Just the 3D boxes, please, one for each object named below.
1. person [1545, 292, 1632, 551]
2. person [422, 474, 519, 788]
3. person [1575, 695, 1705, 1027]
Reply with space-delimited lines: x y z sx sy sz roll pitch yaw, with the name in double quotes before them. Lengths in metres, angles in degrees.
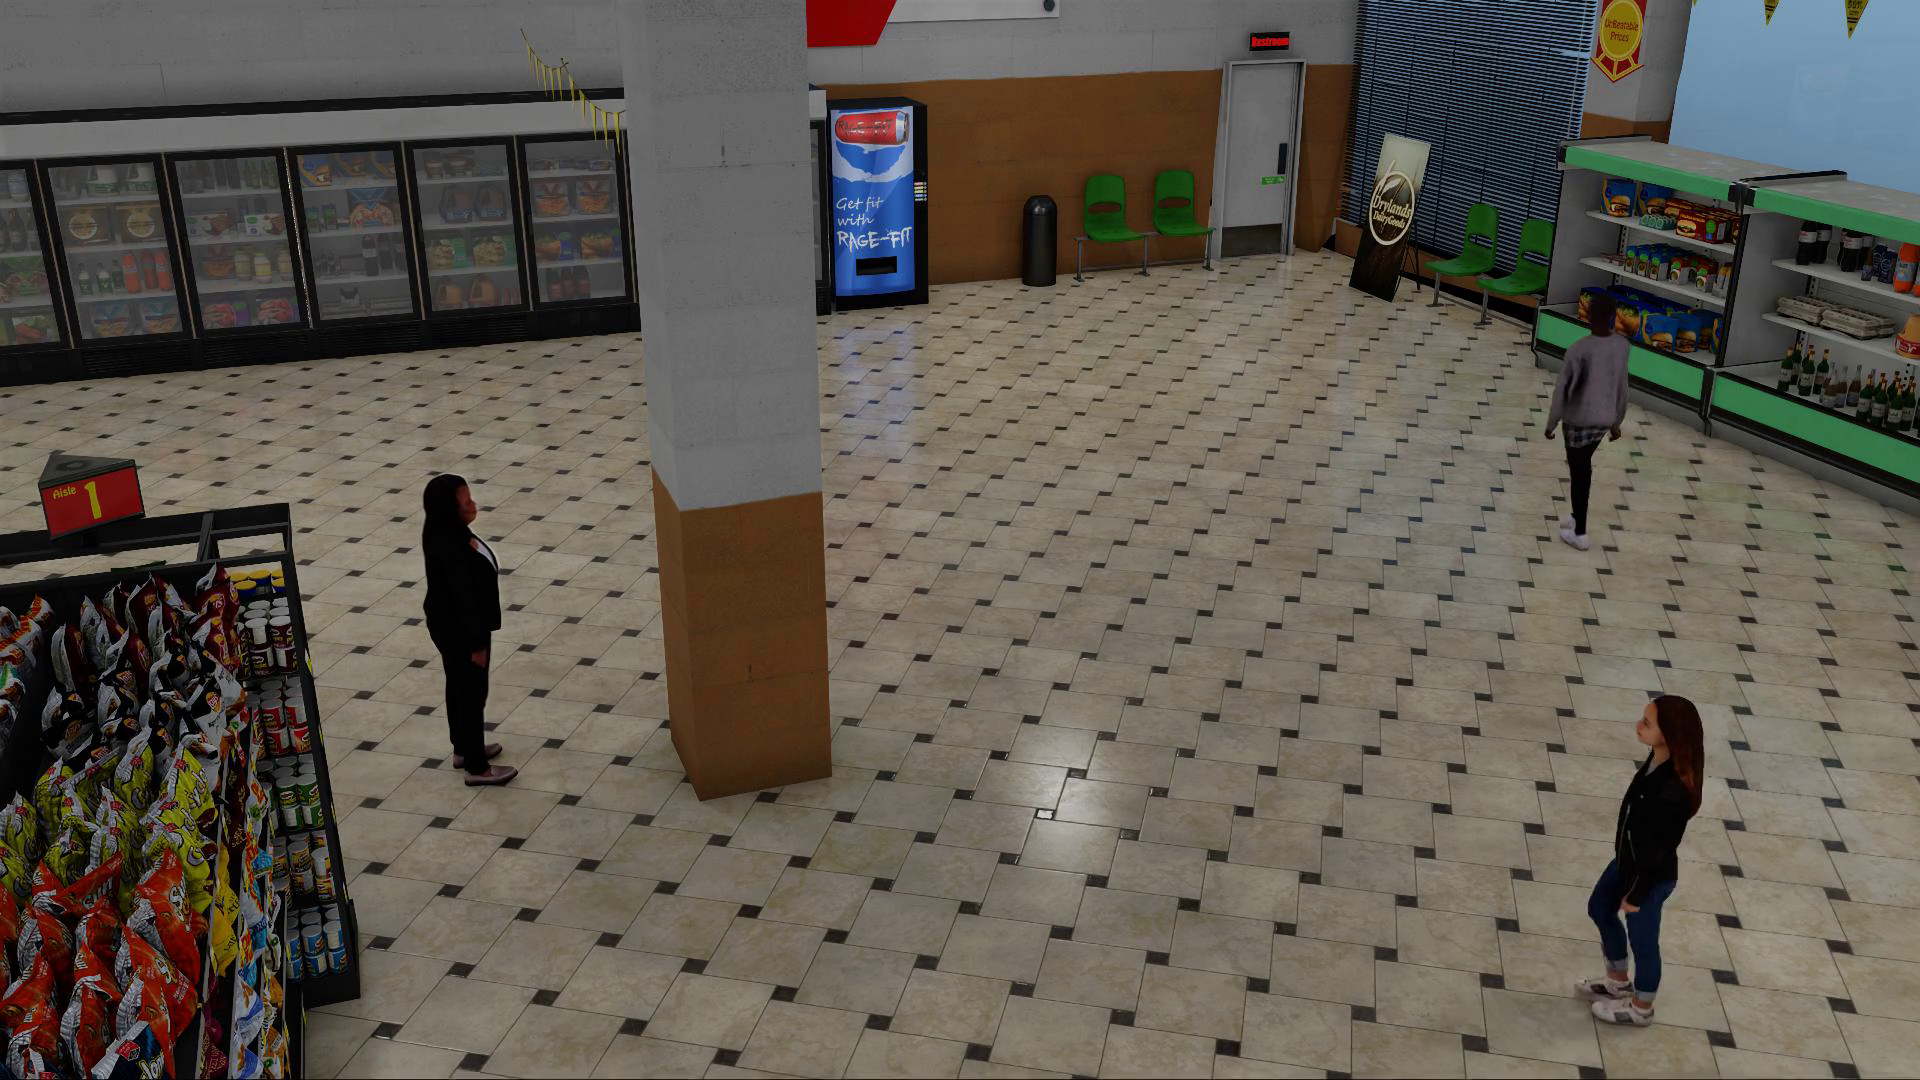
"person" 4.259 -0.766 11.132 0.662 1.763 0.653 -6 23 -14
"person" -2.495 0.447 8.309 0.730 1.617 0.597 -11 24 -26
"person" 2.738 1.266 6.463 0.747 1.475 0.656 5 23 13
